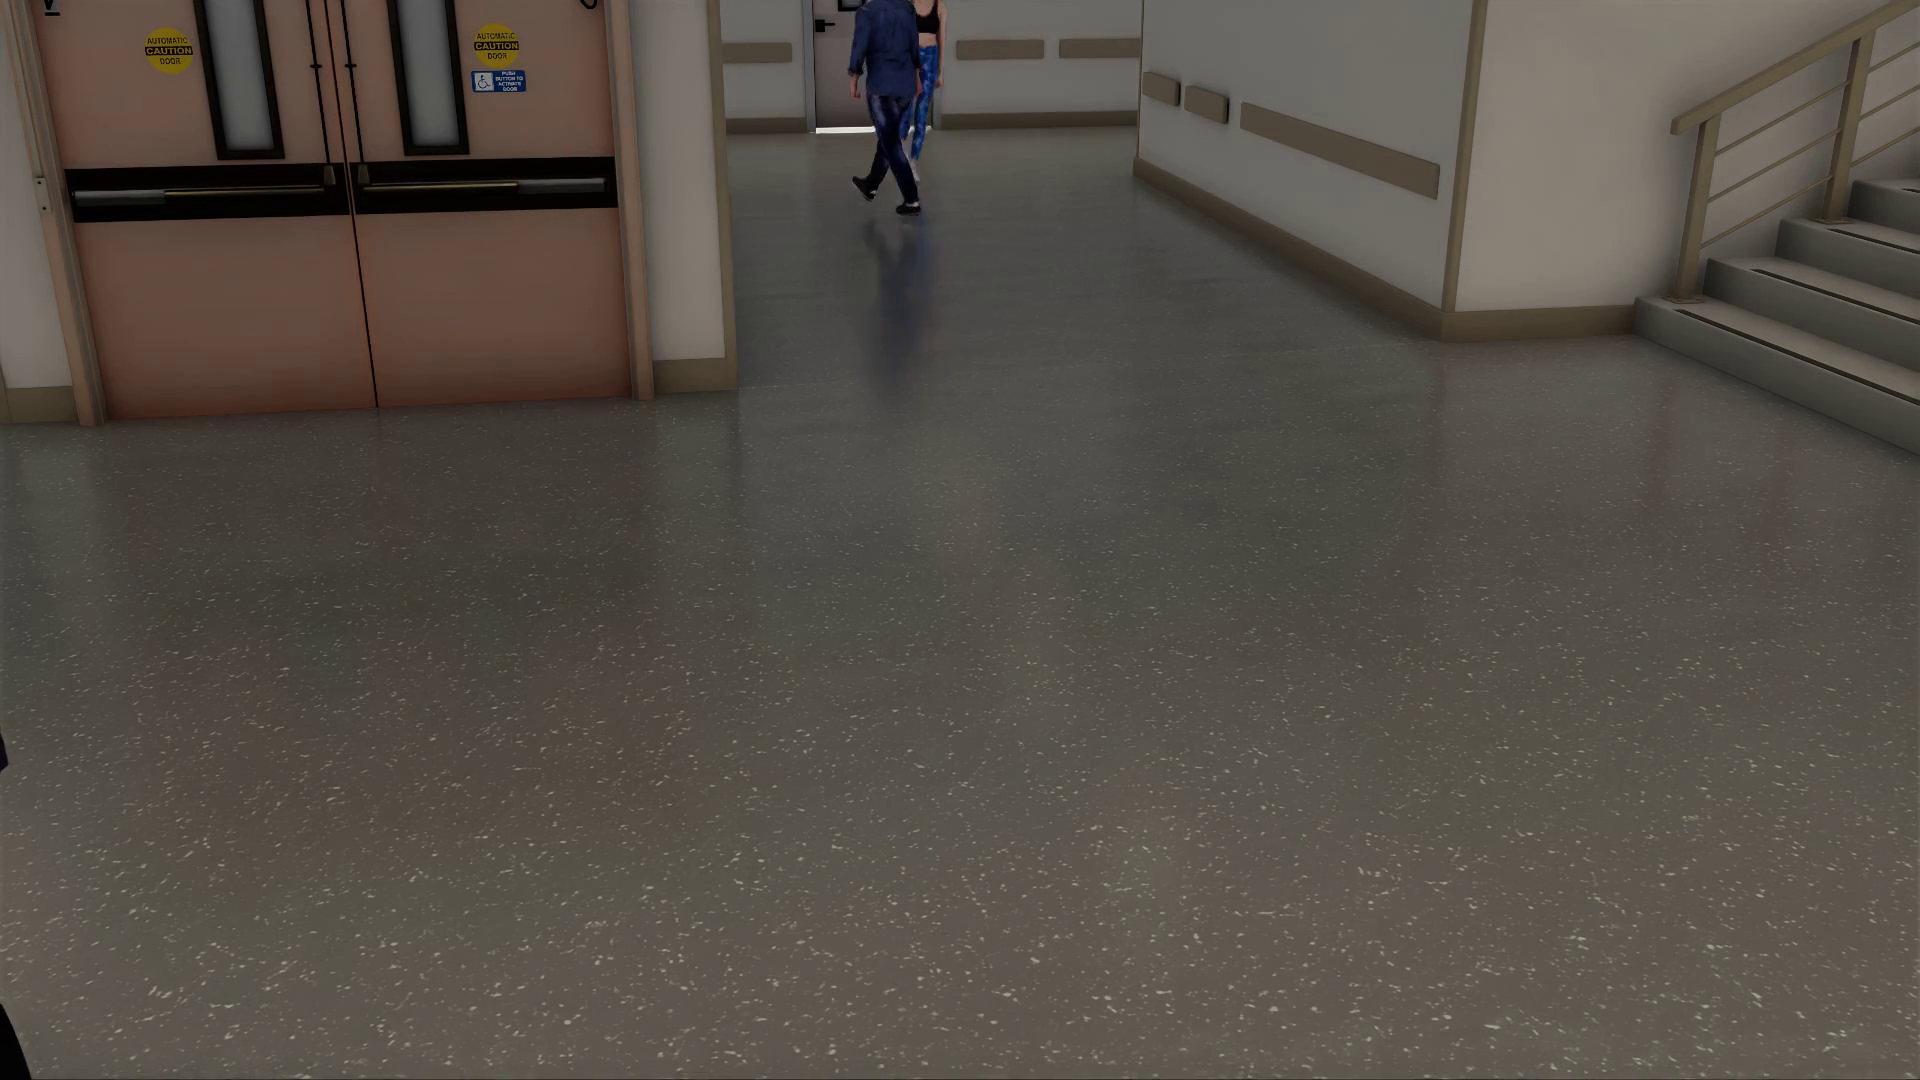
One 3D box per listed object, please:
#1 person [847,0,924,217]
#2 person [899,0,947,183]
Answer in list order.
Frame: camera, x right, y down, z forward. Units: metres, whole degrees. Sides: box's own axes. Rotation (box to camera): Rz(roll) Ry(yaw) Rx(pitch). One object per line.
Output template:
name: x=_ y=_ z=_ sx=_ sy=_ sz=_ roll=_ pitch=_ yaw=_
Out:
person: x=-0.473 y=-3.249 z=12.193 sx=1.229 sy=1.780 sz=1.182 roll=-17 pitch=27 yaw=-38
person: x=-0.352 y=-3.923 z=13.997 sx=0.683 sy=1.763 sz=0.690 roll=-1 pitch=21 yaw=-3
